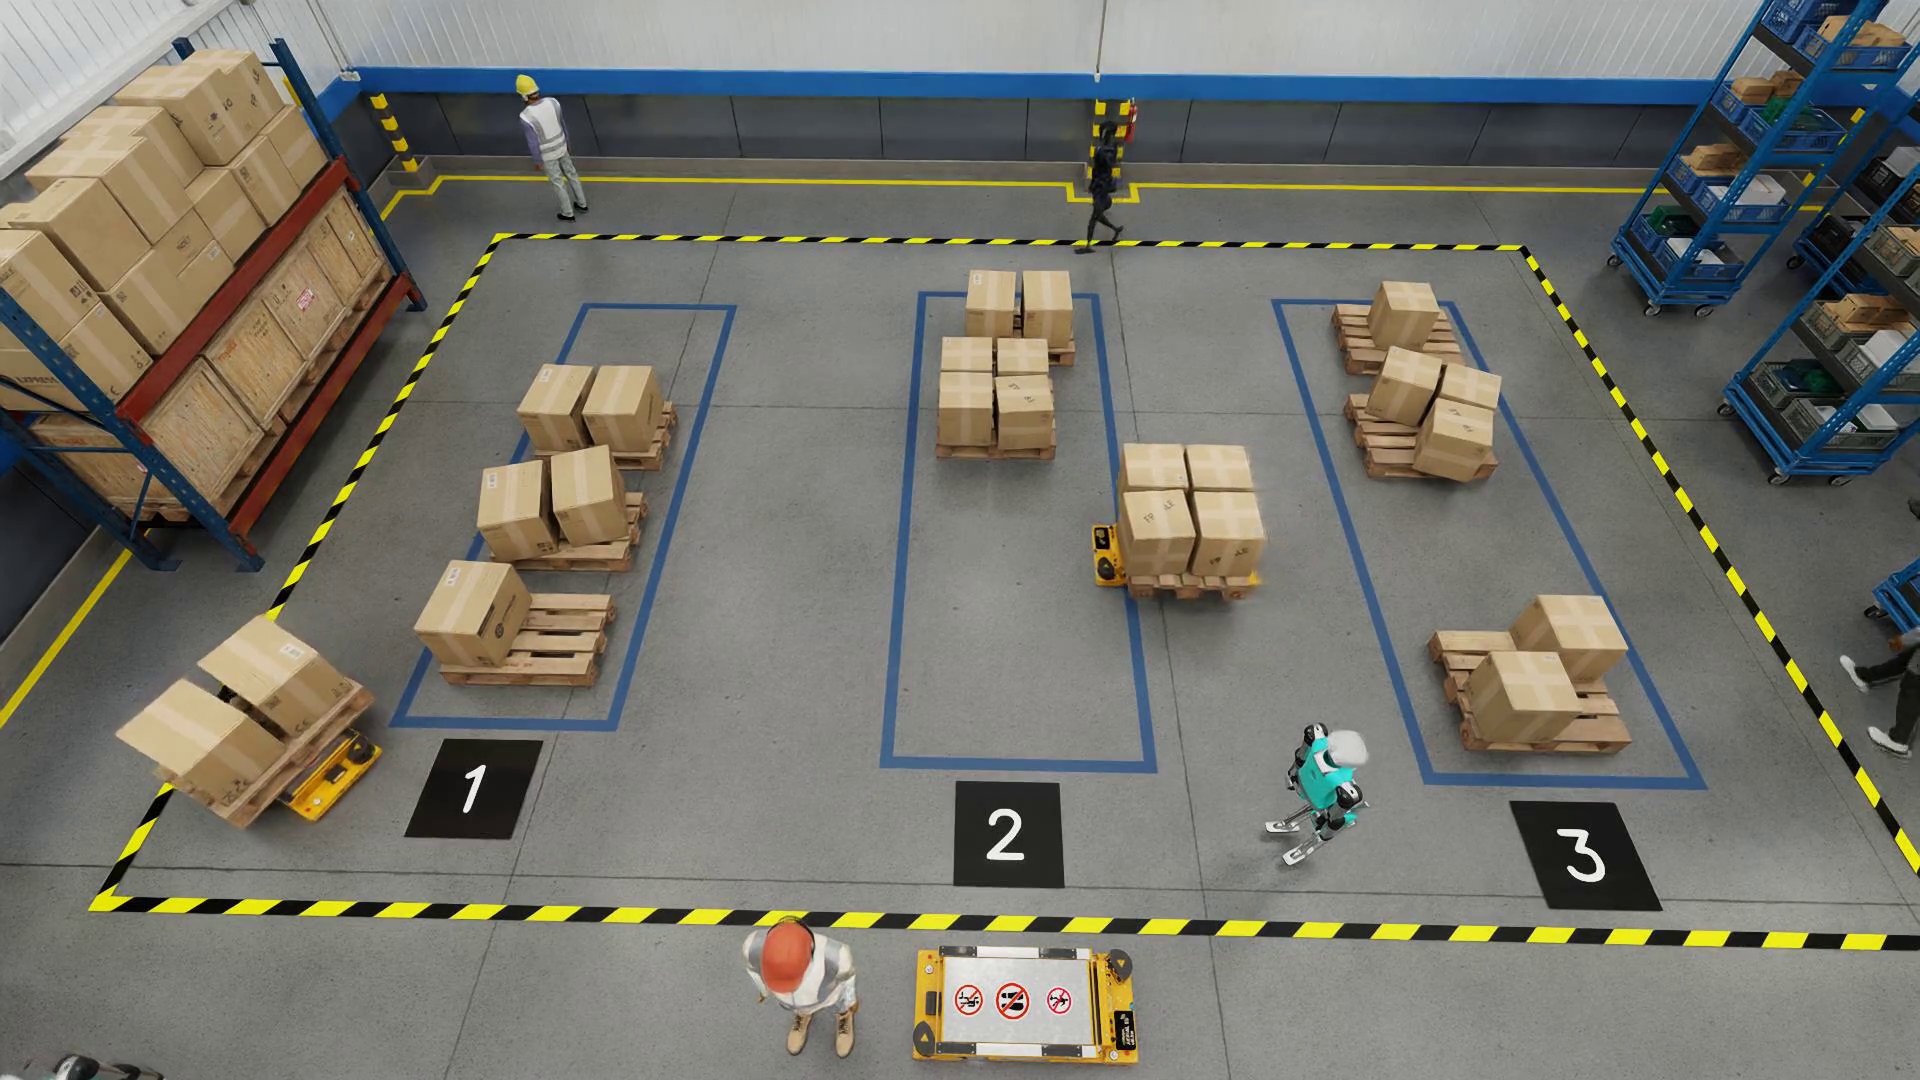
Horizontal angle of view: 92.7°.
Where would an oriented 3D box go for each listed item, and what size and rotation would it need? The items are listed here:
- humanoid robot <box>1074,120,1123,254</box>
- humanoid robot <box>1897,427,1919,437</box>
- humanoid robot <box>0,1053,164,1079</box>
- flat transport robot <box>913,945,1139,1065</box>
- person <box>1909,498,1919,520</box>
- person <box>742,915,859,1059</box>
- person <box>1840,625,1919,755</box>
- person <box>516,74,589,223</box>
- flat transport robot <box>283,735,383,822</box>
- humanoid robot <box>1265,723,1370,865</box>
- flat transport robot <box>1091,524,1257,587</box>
[{"bbox_3d":[1.769,-4.232,11.041,0.622,1.641,0.589,-7,51,-6],"label":"humanoid robot"},{"bbox_3d":[9.586,-1.281,8.656,0.609,1.615,0.738,-4,51,-4],"label":"humanoid robot"},{"bbox_3d":[-4.717,3.154,5.021,0.747,1.867,0.539,13,52,11],"label":"humanoid robot"},{"bbox_3d":[0.422,3.041,6.007,1.431,0.231,0.659,1,51,1],"label":"flat transport robot"},{"bbox_3d":[9.306,-0.509,7.964,0.522,1.714,0.922,4,51,3],"label":"person"},{"bbox_3d":[-0.874,2.582,5.239,0.604,2.042,0.380,5,51,4],"label":"person"},{"bbox_3d":[7.410,0.833,6.815,0.601,1.809,0.939,4,51,3],"label":"person"},{"bbox_3d":[-5.111,-4.872,11.447,0.404,1.834,0.585,24,55,18],"label":"person"},{"bbox_3d":[-5.323,1.596,7.167,1.431,0.197,0.652,21,54,16],"label":"flat transport robot"},{"bbox_3d":[2.506,1.683,6.080,0.735,1.677,0.533,-11,52,-9],"label":"humanoid robot"},{"bbox_3d":[1.949,0.111,8.378,1.431,0.197,0.652,1,51,1],"label":"flat transport robot"}]
